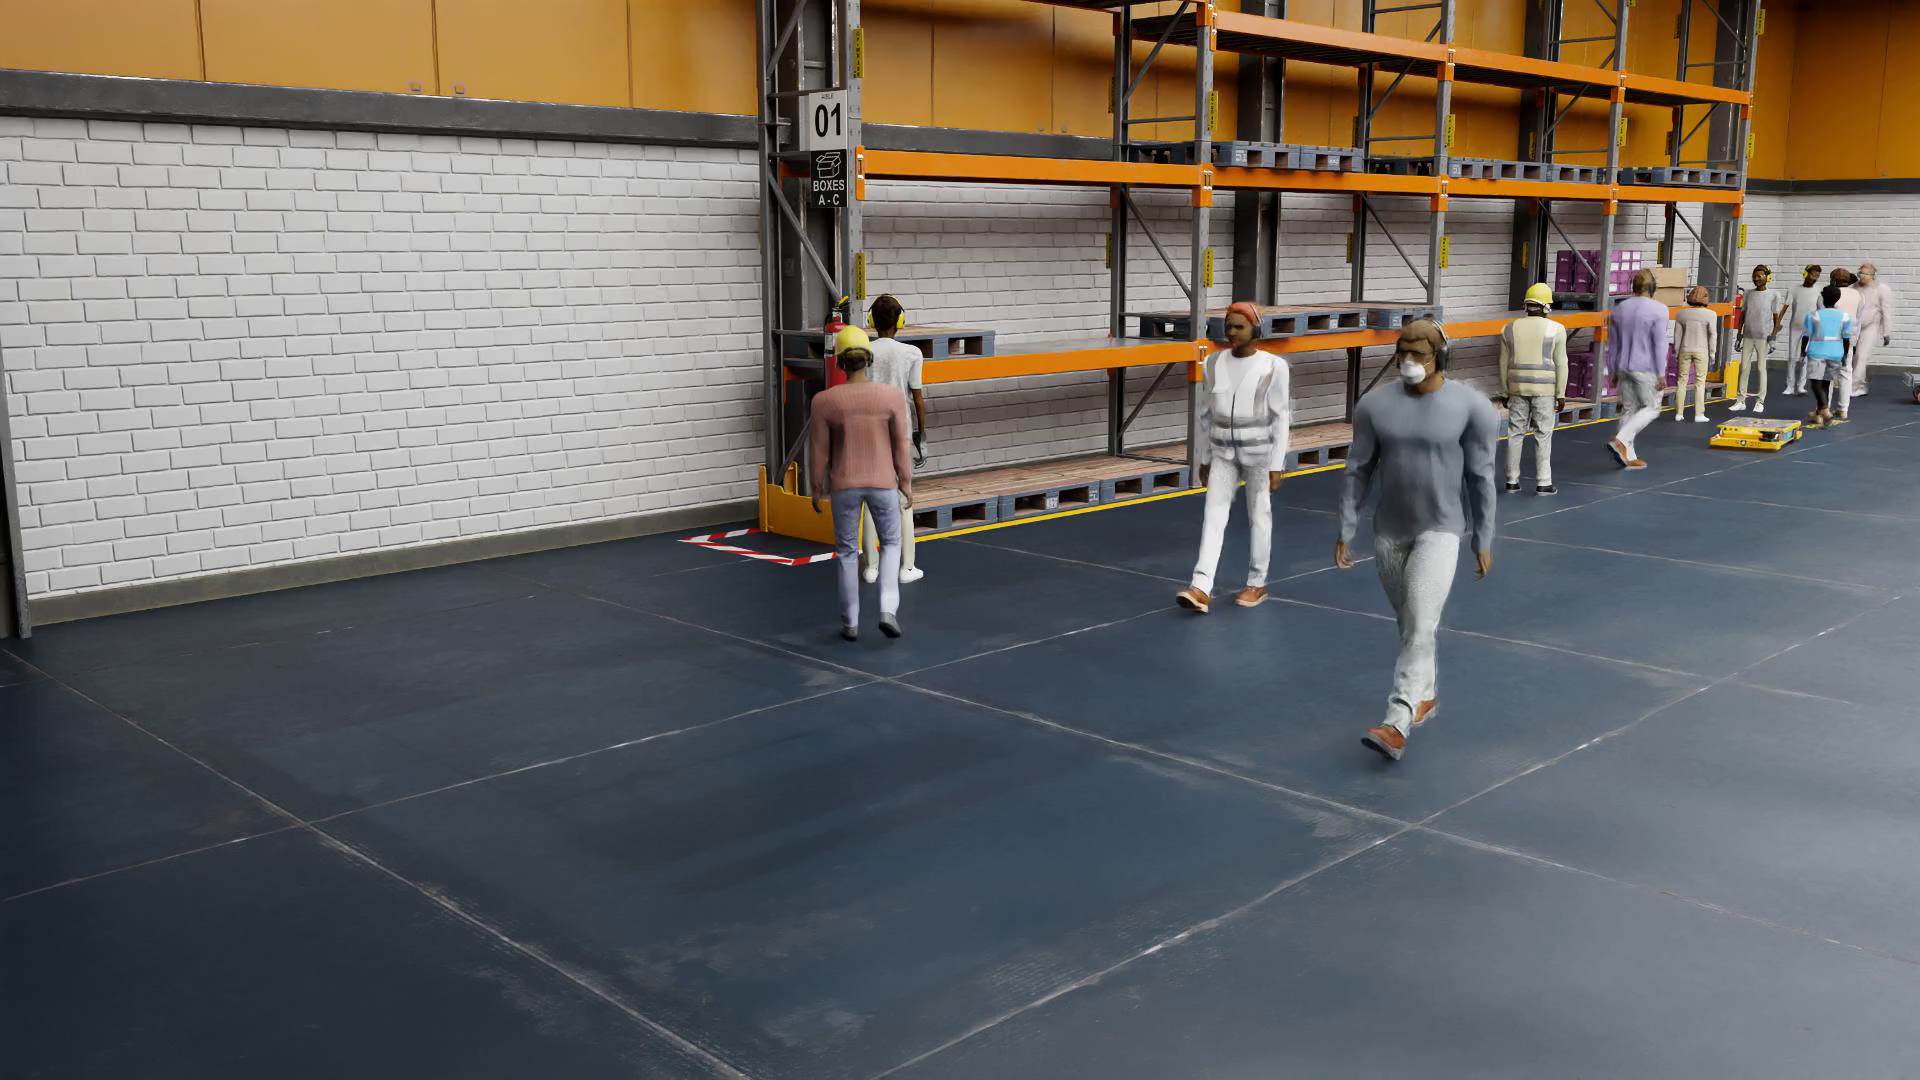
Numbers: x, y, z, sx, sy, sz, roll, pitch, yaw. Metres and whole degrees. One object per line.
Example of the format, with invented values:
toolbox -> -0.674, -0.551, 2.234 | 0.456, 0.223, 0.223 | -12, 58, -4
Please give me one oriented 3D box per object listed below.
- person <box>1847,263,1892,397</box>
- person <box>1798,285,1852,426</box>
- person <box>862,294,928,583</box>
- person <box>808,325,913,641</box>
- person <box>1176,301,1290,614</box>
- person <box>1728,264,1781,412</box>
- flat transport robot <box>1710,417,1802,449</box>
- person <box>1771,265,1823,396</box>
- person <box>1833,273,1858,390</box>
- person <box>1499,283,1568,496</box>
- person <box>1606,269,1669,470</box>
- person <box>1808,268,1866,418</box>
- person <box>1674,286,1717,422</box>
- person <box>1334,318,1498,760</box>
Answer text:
person -> 12.342, -2.865, 22.876 | 0.986, 1.845, 0.685 | -7, 12, -32
person -> 10.178, -2.154, 19.521 | 0.538, 1.669, 0.763 | 1, 10, 5
person -> -0.468, -0.648, 10.751 | 0.531, 1.867, 0.317 | 1, 10, 7
person -> -0.544, -0.295, 9.115 | 0.565, 1.761, 0.396 | -1, 10, -5
person -> 1.613, -0.465, 9.811 | 0.606, 1.841, 0.923 | 7, 12, 32
person -> 10.127, -2.559, 21.161 | 0.327, 1.874, 0.520 | -9, 14, -42
flat transport robot -> 8.587, -1.161, 17.903 | 0.652, 0.197, 1.431 | 7, 13, 35
person -> 11.679, -2.909, 23.177 | 0.613, 1.822, 0.889 | 6, 12, 28
person -> 12.911, -3.038, 24.247 | 0.322, 1.697, 0.533 | 2, 11, 12
person -> 4.963, -1.298, 14.389 | 0.586, 1.833, 0.404 | 8, 13, 37
person -> 6.386, -1.602, 15.790 | 0.526, 1.926, 0.637 | -5, 12, -27
person -> 10.738, -2.409, 20.426 | 0.624, 1.845, 0.430 | -2, 11, -10
person -> 8.864, -2.240, 20.071 | 0.500, 1.633, 0.281 | 9, 14, 42
person -> 1.962, -0.020, 7.283 | 0.656, 1.880, 1.029 | 8, 13, 37
